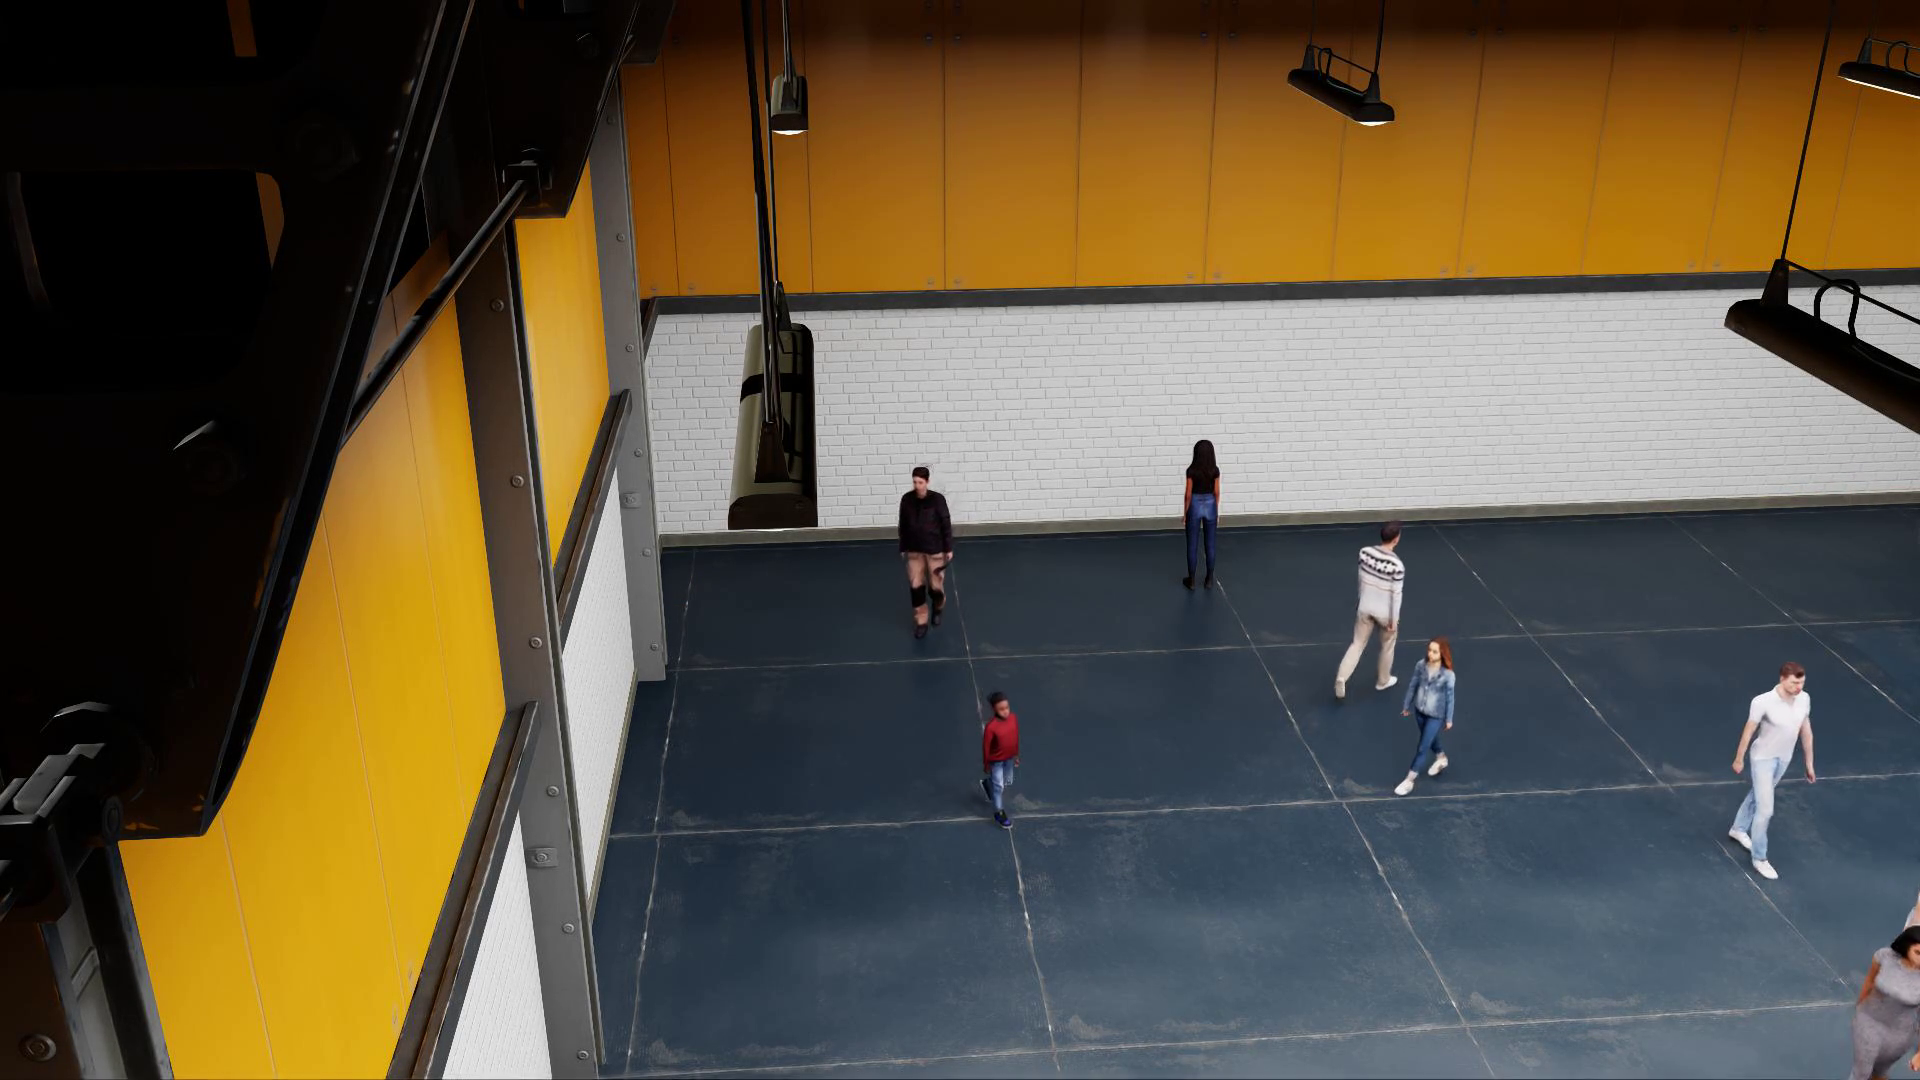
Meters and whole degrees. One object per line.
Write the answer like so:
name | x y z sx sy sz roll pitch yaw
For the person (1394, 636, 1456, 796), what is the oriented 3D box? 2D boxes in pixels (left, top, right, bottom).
person | 4.221 1.516 14.777 0.987 1.446 1.026 -18 29 -35

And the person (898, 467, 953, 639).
person | -0.336 0.088 17.457 0.839 1.917 0.874 6 24 13

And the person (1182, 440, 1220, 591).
person | 2.691 -0.283 18.529 0.561 1.737 0.529 -1 24 -3

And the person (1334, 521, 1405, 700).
person | 4.004 0.690 16.166 1.091 1.846 1.129 21 31 40

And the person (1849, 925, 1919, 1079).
person | 5.957 3.132 10.725 1.024 1.732 1.099 22 32 40

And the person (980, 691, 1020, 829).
person | 0.309 1.837 14.297 0.718 1.242 0.813 -19 30 -37

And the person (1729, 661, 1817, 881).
person | 6.613 1.771 13.724 0.791 1.823 1.024 -8 25 -17
